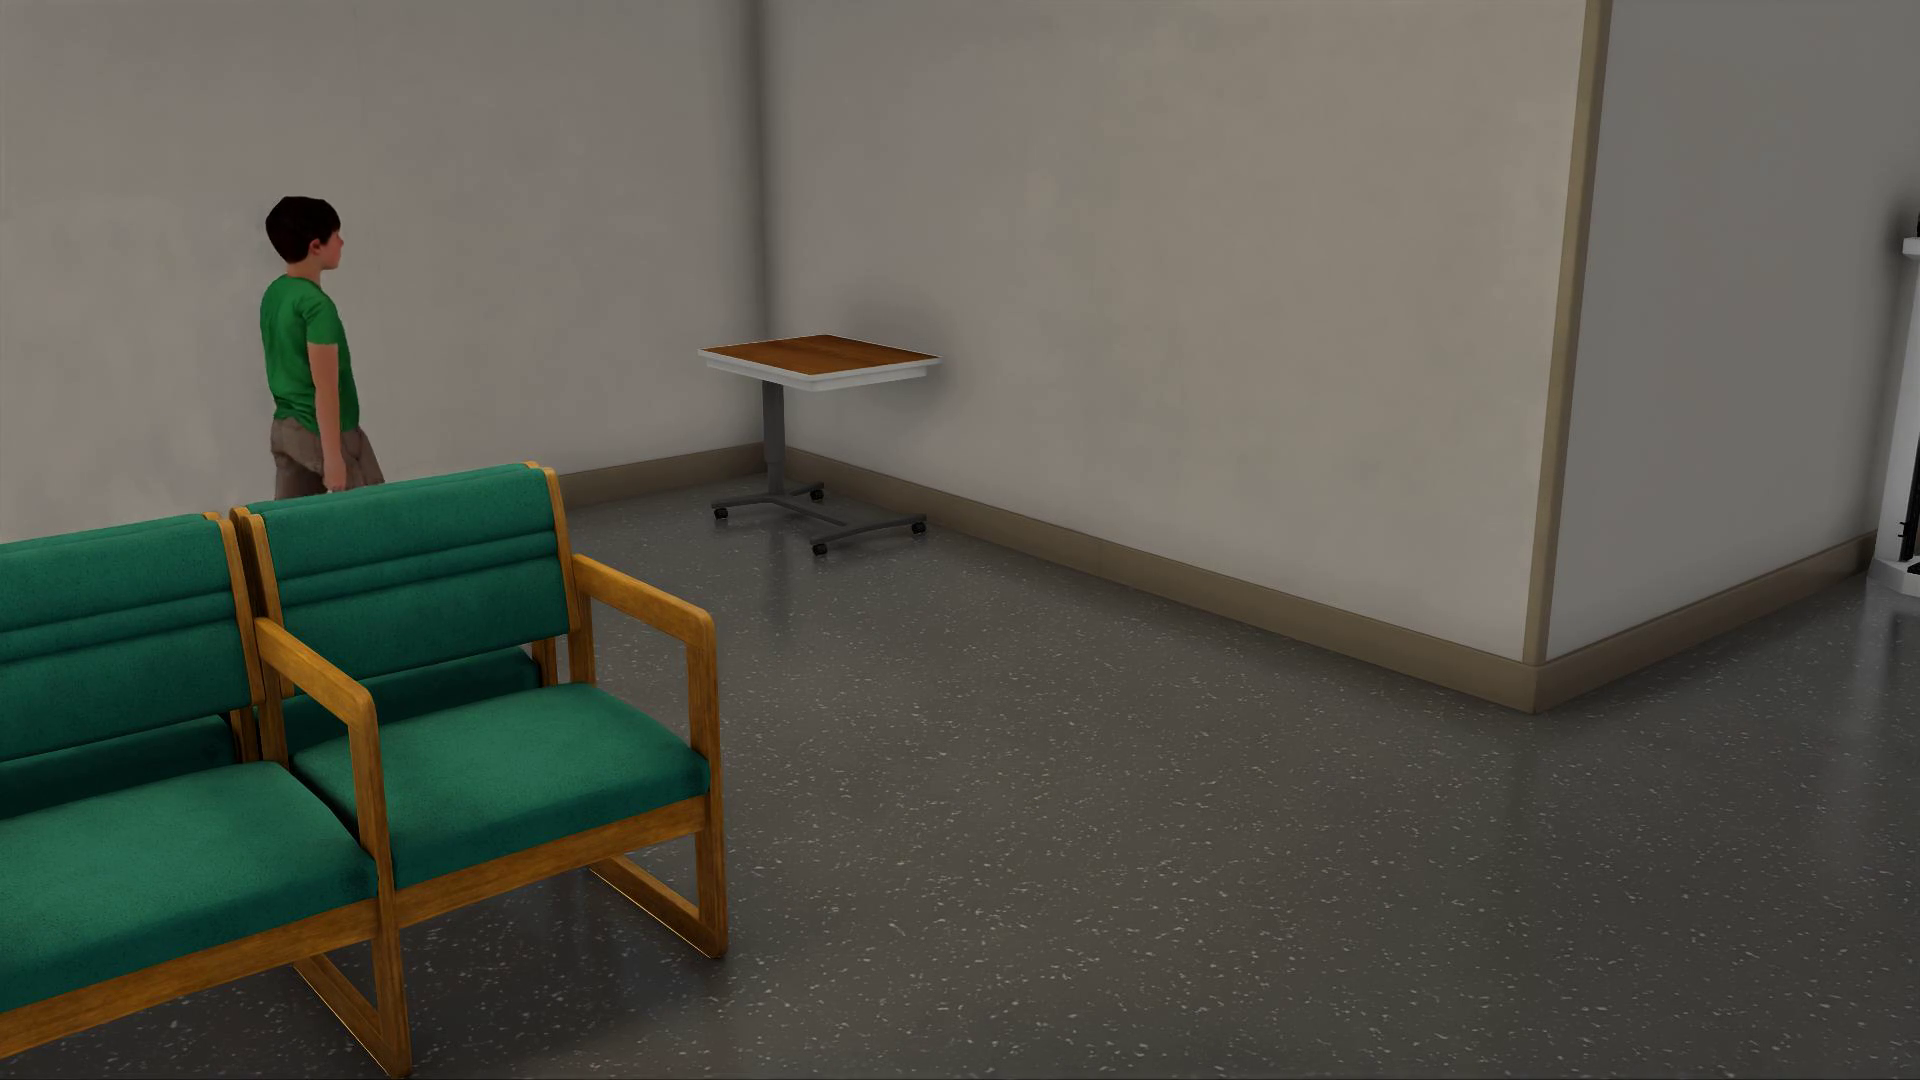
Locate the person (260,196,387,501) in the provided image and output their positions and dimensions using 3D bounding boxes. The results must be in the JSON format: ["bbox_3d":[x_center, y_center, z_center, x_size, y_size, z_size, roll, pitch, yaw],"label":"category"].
[{"bbox_3d":[-2.229,-0.296,5.557,1.051,1.618,0.728,15,22,43],"label":"person"}]
